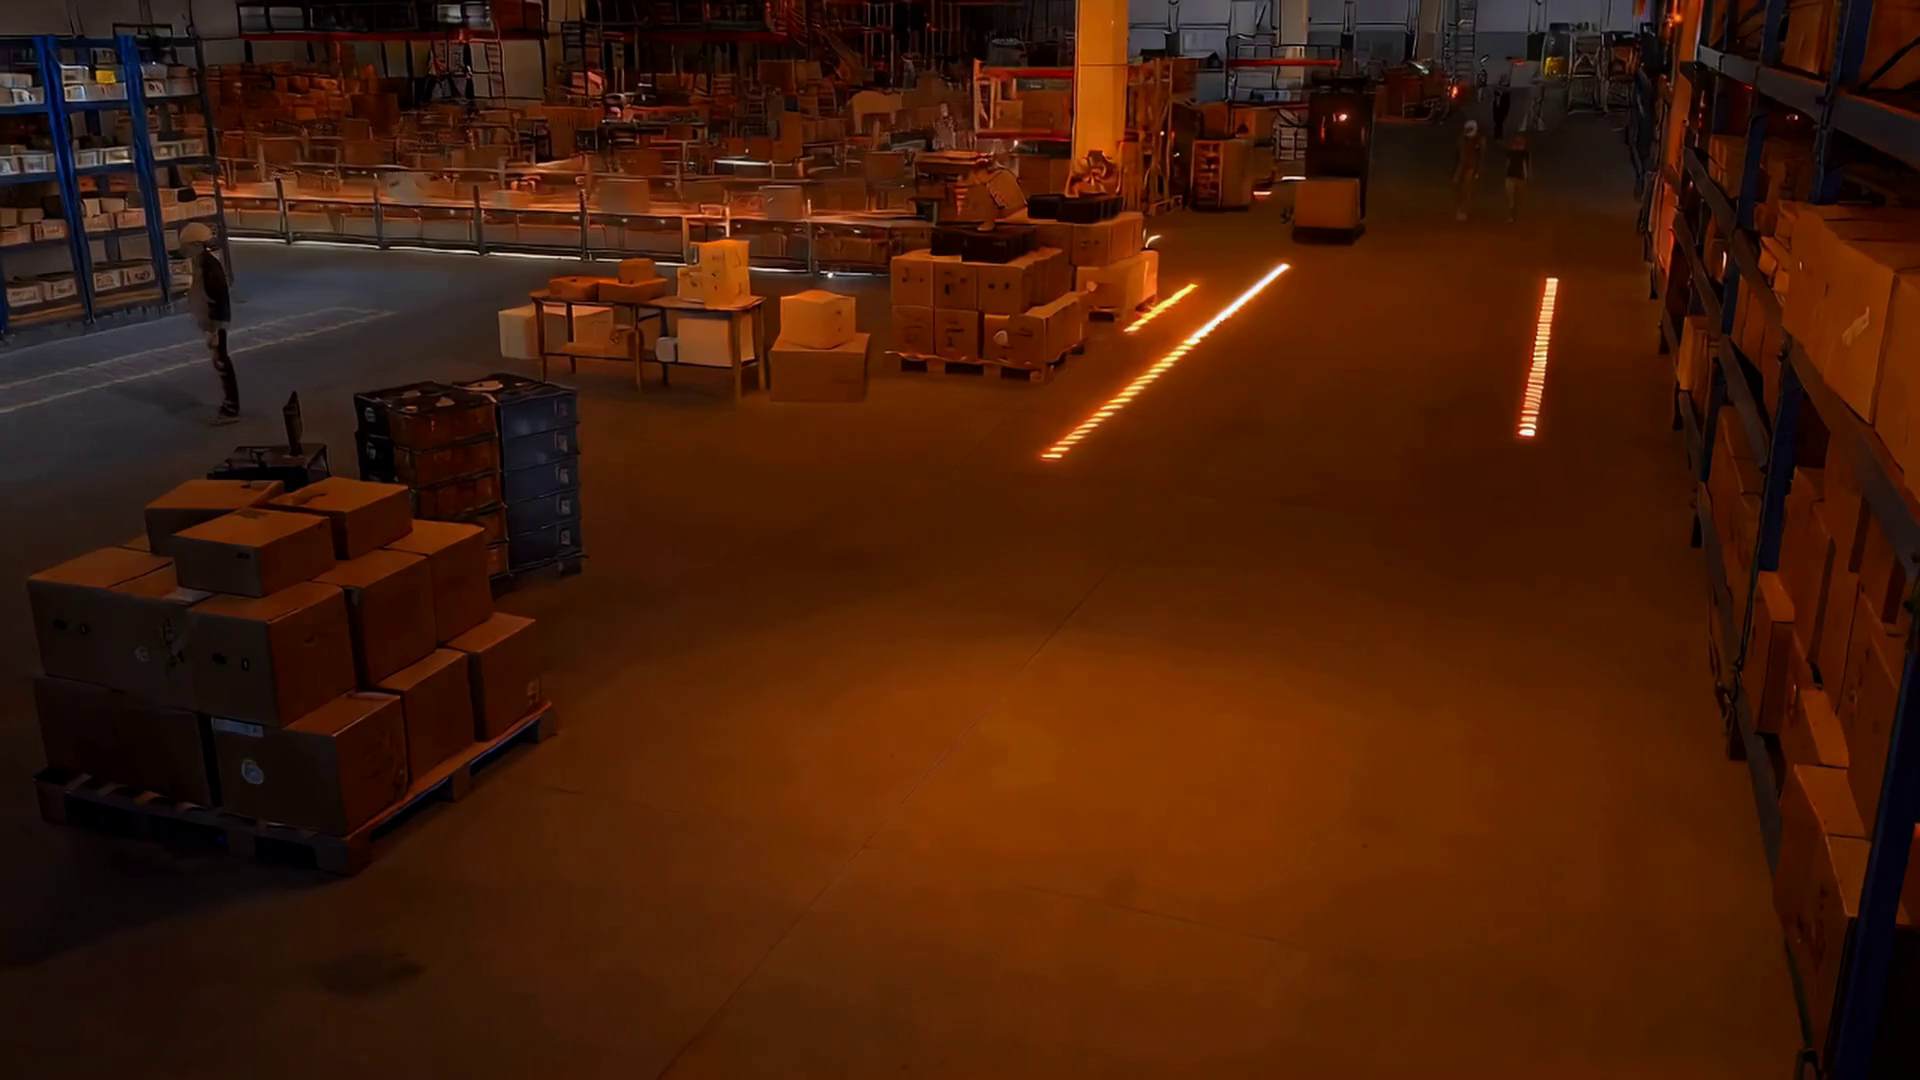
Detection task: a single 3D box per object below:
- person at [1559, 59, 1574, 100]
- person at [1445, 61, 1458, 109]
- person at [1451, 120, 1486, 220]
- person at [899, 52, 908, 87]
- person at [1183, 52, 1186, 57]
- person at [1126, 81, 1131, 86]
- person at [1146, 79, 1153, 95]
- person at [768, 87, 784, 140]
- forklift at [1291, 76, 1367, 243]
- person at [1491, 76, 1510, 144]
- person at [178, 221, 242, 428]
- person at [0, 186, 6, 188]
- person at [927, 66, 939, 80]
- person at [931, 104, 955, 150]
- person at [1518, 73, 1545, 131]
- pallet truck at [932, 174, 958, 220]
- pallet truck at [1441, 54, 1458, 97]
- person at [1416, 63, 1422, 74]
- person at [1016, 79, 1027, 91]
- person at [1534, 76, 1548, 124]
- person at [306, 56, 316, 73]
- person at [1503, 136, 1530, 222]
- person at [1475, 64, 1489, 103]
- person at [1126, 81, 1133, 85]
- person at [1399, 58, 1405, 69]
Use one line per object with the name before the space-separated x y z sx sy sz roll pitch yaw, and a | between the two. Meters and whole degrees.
person | 27.585 -20.857 75.413 0.536 1.824 0.583 -15 23 -40
person | 20.381 -18.875 69.010 0.594 1.924 0.382 -7 19 -21
person | 9.807 -7.146 32.168 0.428 1.917 0.650 -15 23 -39
person | -2.969 -24.724 87.528 0.429 1.845 0.627 0 18 0
person | 11.460 -24.067 85.368 0.612 1.893 1.013 -5 18 -16
person | 5.608 -15.236 57.781 0.733 1.791 0.704 14 22 37
person | 6.523 -15.119 57.295 0.328 1.876 0.513 9 20 26
person | -5.486 -12.667 49.822 0.525 1.729 0.865 -5 18 -15
forklift | 6.598 -6.755 29.381 1.129 2.768 1.873 6 19 19
person | 16.554 -13.144 50.818 0.699 2.000 0.606 -15 23 -39
person | -7.284 -2.097 16.179 0.381 1.996 0.608 -7 19 -22
person | -17.266 -6.277 29.578 0.601 1.830 0.403 -3 18 -9
person | -0.986 -16.192 60.431 0.611 2.021 0.887 11 21 30
person | -0.450 -10.153 42.043 0.542 1.654 0.866 8 19 23
person | 19.433 -14.807 56.281 0.922 1.907 0.560 -6 19 -19
pallet truck | -0.507 -5.292 27.348 0.653 1.274 1.630 6 19 19
pallet truck | 22.765 -21.886 78.355 0.823 1.965 1.885 -4 18 -14
person | 20.220 -20.078 73.103 0.857 1.734 0.525 6 19 18
person | 2.378 -17.563 65.008 0.505 1.855 0.423 -13 22 -36
person | 20.814 -15.853 59.883 0.555 1.685 0.483 -5 18 -14
person | -30.358 -21.679 77.893 0.355 1.882 0.575 5 18 16
person | 10.654 -6.919 31.941 0.496 1.618 0.369 11 21 31
person | 23.058 -20.175 73.469 0.541 1.696 0.315 3 18 9
person | 7.525 -20.661 74.803 0.725 1.818 0.627 -6 19 -17
person | 21.305 -22.425 80.510 0.777 1.711 0.509 5 18 15
